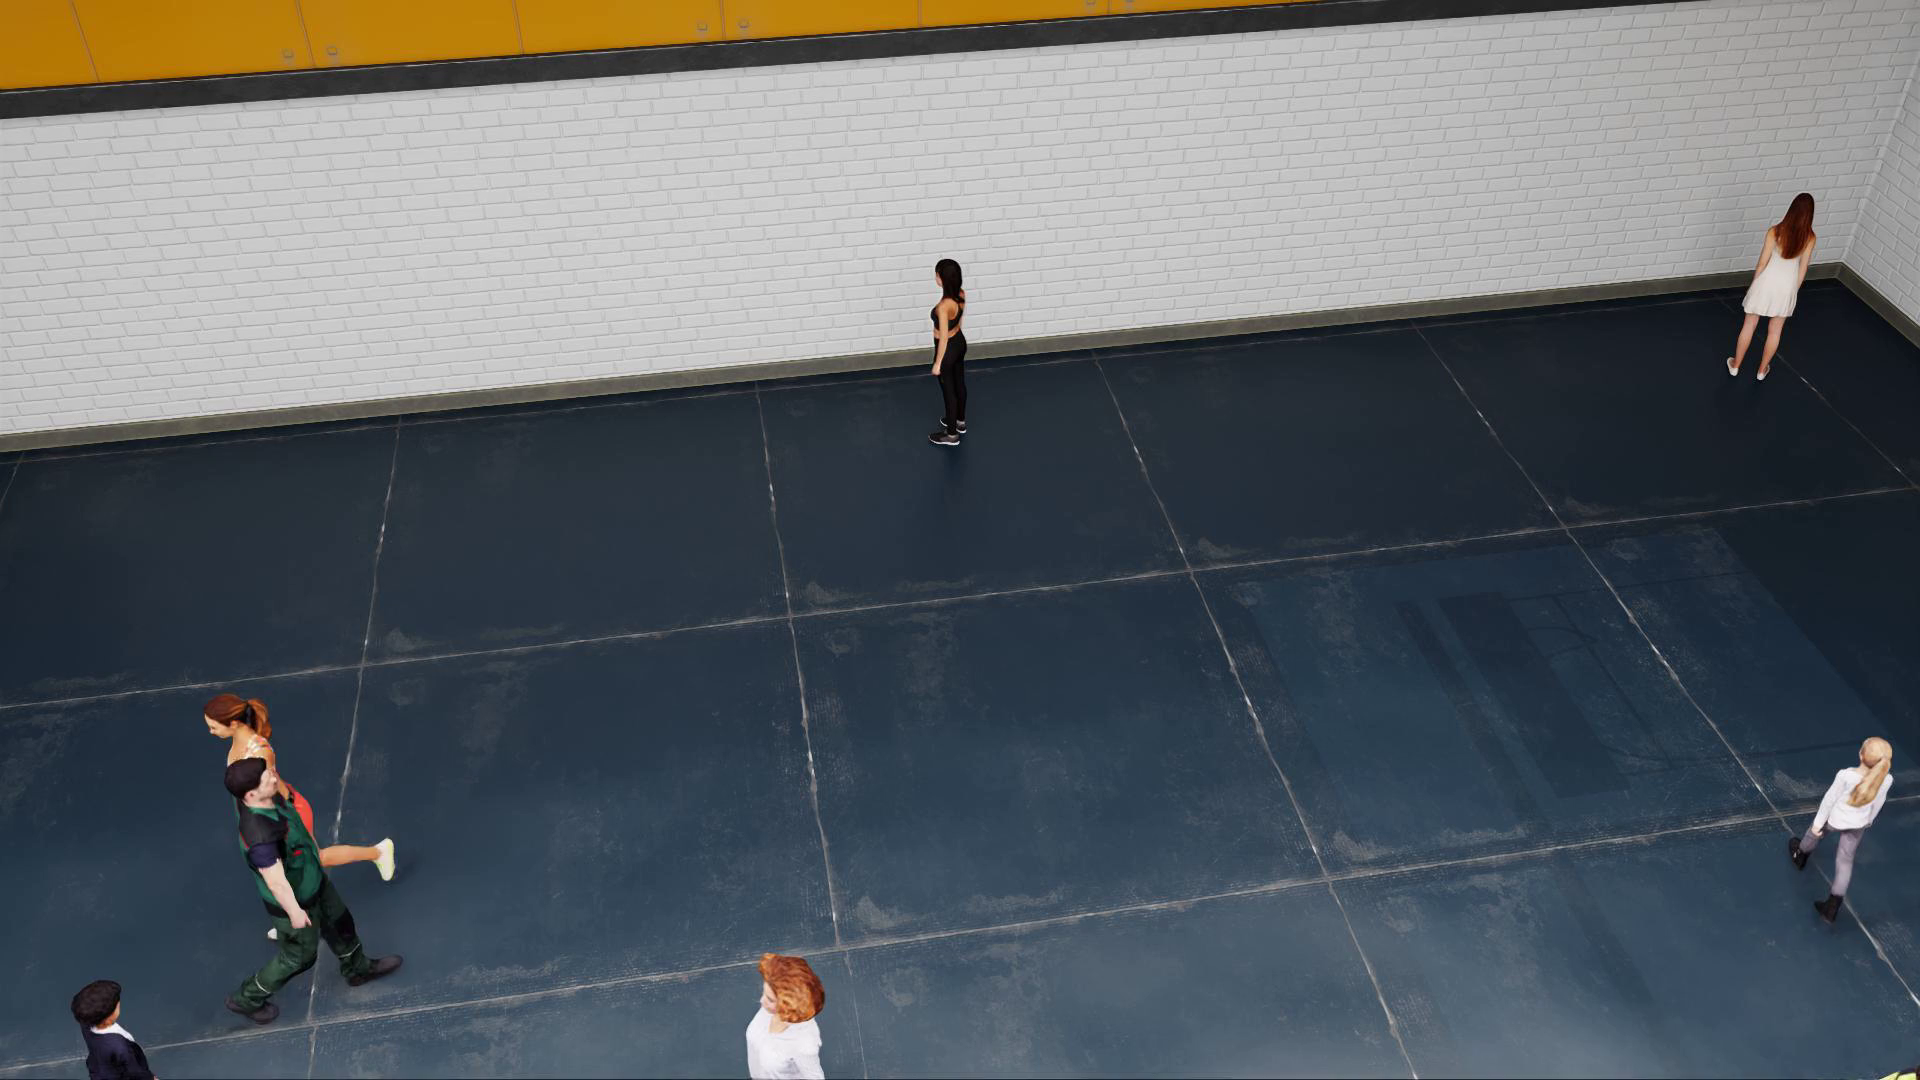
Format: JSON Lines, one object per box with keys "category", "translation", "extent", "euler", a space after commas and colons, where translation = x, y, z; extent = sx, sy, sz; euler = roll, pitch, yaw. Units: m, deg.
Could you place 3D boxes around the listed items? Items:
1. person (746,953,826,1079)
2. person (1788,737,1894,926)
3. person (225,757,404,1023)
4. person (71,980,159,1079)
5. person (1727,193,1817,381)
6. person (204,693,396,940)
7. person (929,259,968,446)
{"category": "person", "translation": [-0.792, 2.609, 8.097], "extent": [0.776, 1.713, 0.653], "euler": [-20, 43, -23]}
{"category": "person", "translation": [5.139, 1.676, 9.630], "extent": [0.707, 1.258, 0.971], "euler": [6, 39, 8]}
{"category": "person", "translation": [-3.653, 1.885, 8.874], "extent": [0.931, 1.875, 1.166], "euler": [-15, 41, -18]}
{"category": "person", "translation": [-4.298, 2.703, 8.380], "extent": [0.628, 1.213, 0.692], "euler": [23, 44, 26]}
{"category": "person", "translation": [6.886, -2.141, 14.046], "extent": [0.644, 1.711, 0.673], "euler": [13, 40, 16]}
{"category": "person", "translation": [-3.764, 1.512, 9.430], "extent": [1.076, 1.765, 1.021], "euler": [31, 48, 33]}
{"category": "person", "translation": [-0.072, -1.510, 13.311], "extent": [0.686, 1.643, 0.592], "euler": [16, 41, 19]}
